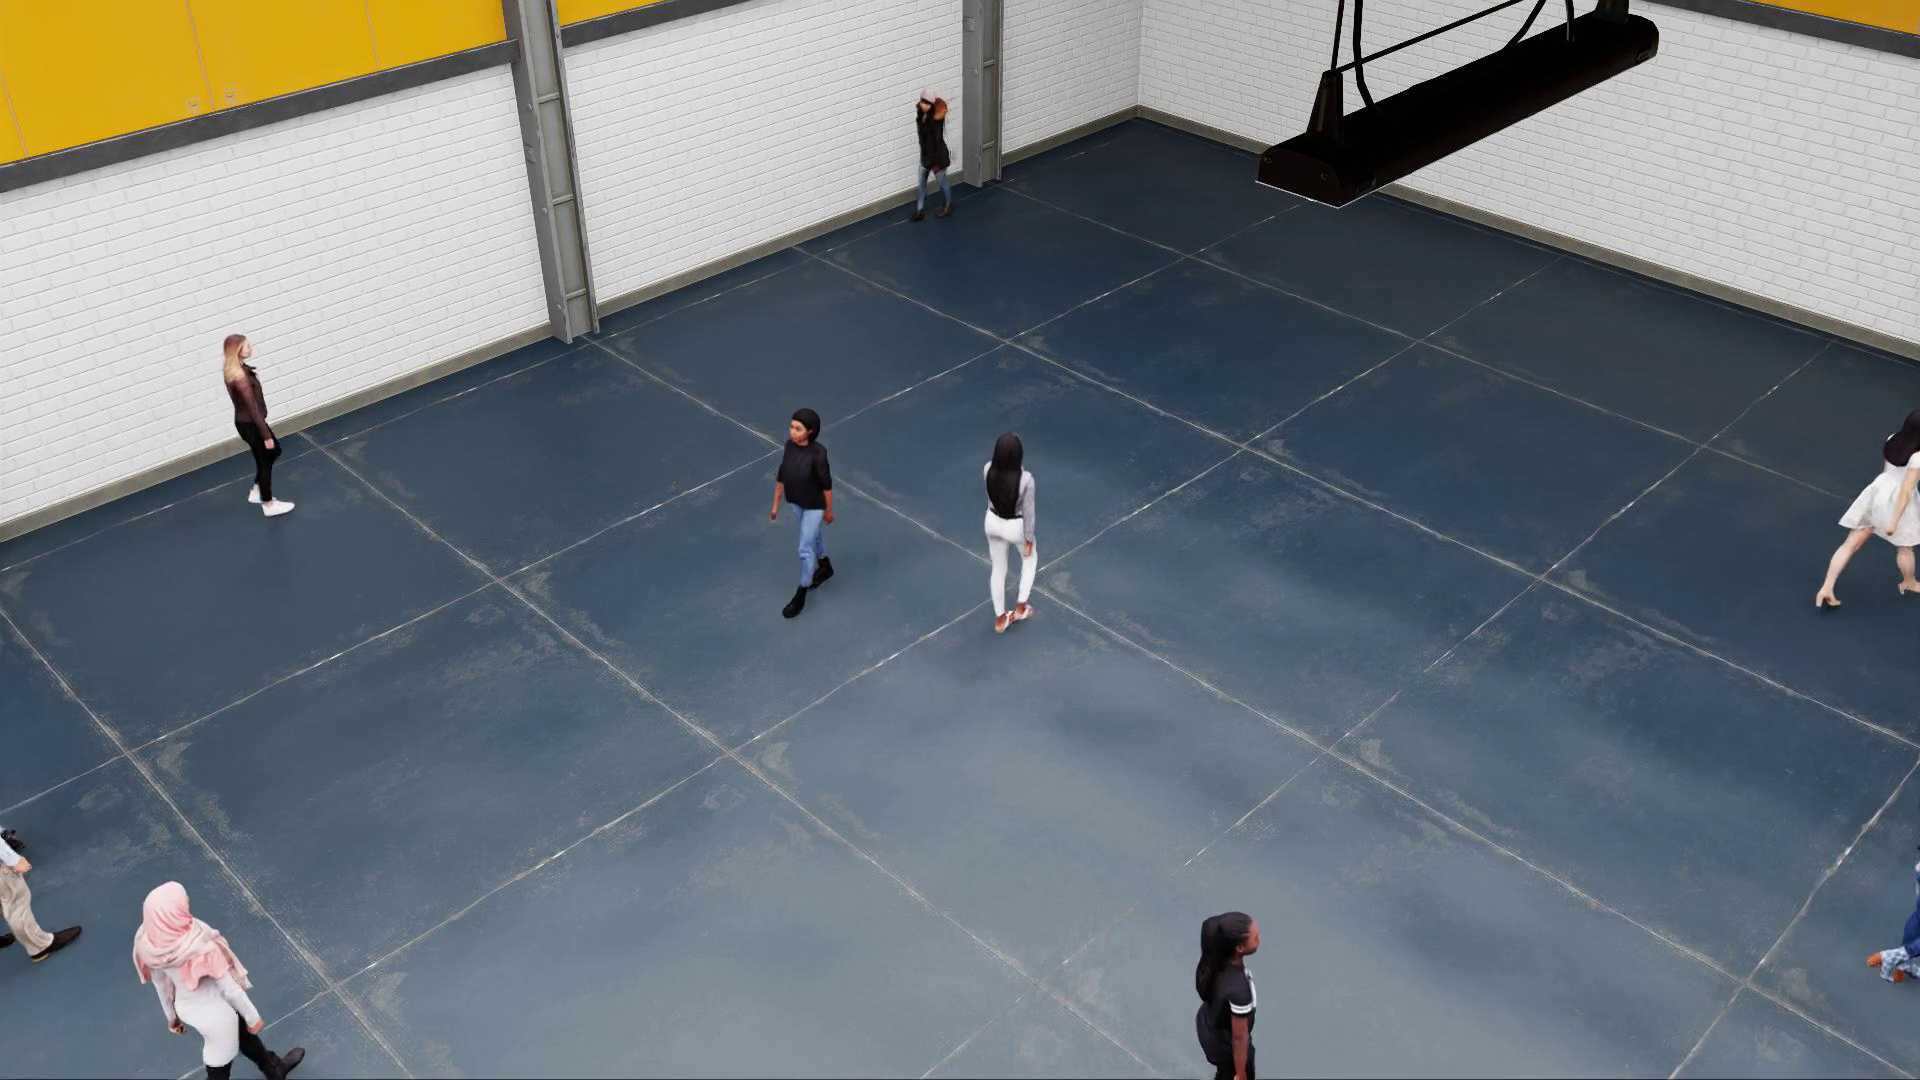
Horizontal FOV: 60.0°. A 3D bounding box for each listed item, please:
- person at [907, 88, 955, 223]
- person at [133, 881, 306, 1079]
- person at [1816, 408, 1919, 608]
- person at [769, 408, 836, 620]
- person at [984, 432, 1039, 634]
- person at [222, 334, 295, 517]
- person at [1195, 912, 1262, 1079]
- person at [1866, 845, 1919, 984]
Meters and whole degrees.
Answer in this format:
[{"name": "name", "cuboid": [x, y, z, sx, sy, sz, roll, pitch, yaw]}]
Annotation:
[{"name": "person", "cuboid": [-0.265, -4.475, 19.249, 0.882, 1.602, 0.615, -25, 41, -32]}, {"name": "person", "cuboid": [-3.926, 2.523, 8.576, 0.984, 1.761, 1.287, 12, 36, 18]}, {"name": "person", "cuboid": [6.979, -0.200, 12.704, 1.226, 1.729, 1.084, -4, 34, -6]}, {"name": "person", "cuboid": [-1.124, -0.302, 12.905, 0.690, 1.676, 1.014, 23, 40, 30]}, {"name": "person", "cuboid": [0.324, -0.020, 12.446, 0.689, 1.714, 0.719, 15, 36, 21]}, {"name": "person", "cuboid": [-5.960, -0.924, 13.825, 0.678, 1.692, 0.694, -18, 38, -25]}, {"name": "person", "cuboid": [1.287, 2.584, 8.522, 0.993, 1.720, 0.901, -5, 34, -7]}, {"name": "person", "cuboid": [5.585, 1.973, 9.540, 0.847, 1.612, 0.790, -3, 34, -4]}]
